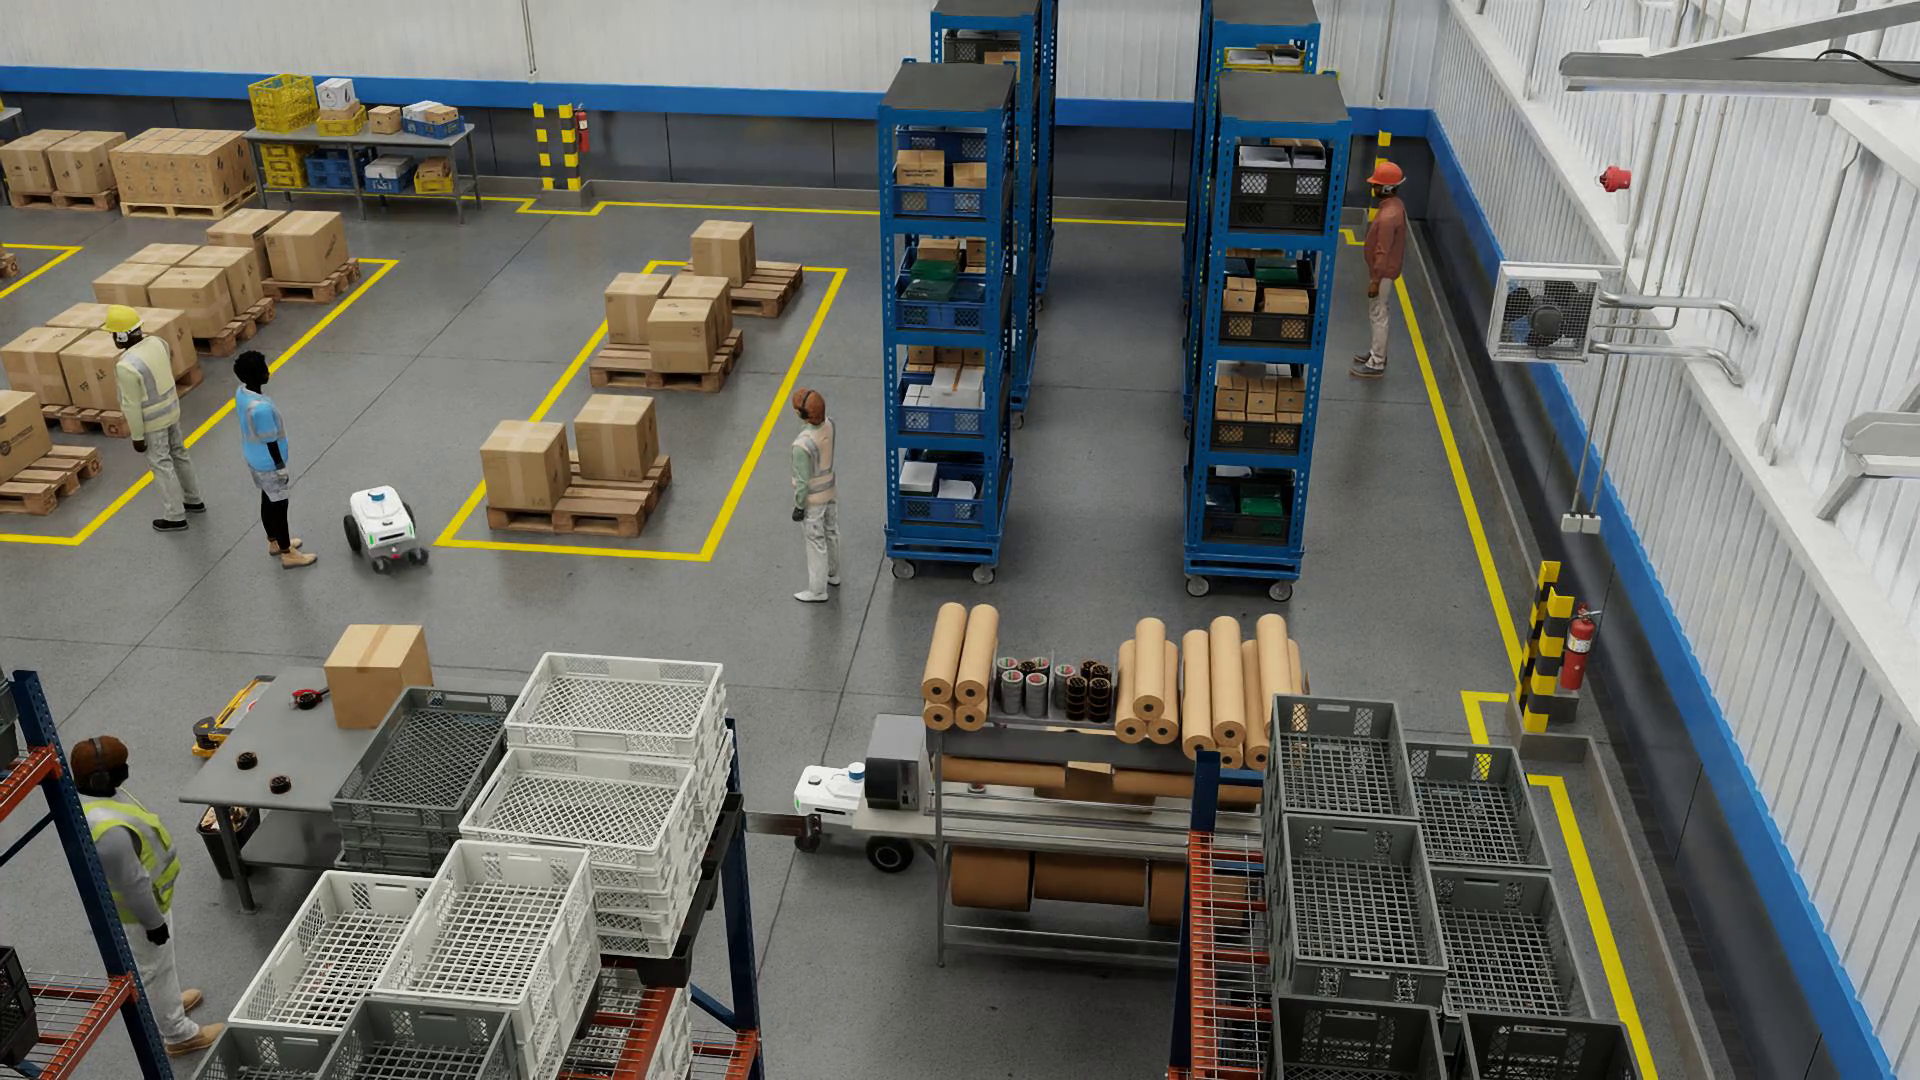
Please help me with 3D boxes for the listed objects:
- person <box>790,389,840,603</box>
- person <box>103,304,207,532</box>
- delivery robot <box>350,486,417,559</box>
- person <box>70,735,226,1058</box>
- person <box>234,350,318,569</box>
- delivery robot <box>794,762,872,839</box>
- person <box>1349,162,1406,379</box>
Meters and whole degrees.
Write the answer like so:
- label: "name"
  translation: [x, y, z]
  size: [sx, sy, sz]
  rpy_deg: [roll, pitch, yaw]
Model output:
- label: "person"
  translation: [-1.030, -0.320, 11.843]
  size: [0.308, 1.640, 0.510]
  rpy_deg: [11, 32, 19]
- label: "person"
  translation: [-6.181, -0.941, 12.732]
  size: [0.403, 1.824, 0.597]
  rpy_deg: [2, 30, 4]
- label: "delivery robot"
  translation: [-4.352, -0.151, 12.536]
  size: [0.477, 0.478, 0.707]
  rpy_deg: [-15, 34, -24]
- label: "person"
  translation: [-4.019, 1.730, 8.130]
  size: [0.429, 1.838, 0.622]
  rpy_deg: [-24, 38, -35]
- label: "person"
  translation: [-5.093, -0.602, 12.271]
  size: [0.317, 1.695, 0.540]
  rpy_deg: [-22, 37, -32]
- label: "delivery robot"
  translation: [-0.594, 1.514, 9.676]
  size: [0.707, 0.478, 0.477]
  rpy_deg: [6, 31, 10]
- label: "person"
  translation: [3.831, -2.476, 15.215]
  size: [0.409, 1.986, 0.618]
  rpy_deg: [9, 31, 15]
